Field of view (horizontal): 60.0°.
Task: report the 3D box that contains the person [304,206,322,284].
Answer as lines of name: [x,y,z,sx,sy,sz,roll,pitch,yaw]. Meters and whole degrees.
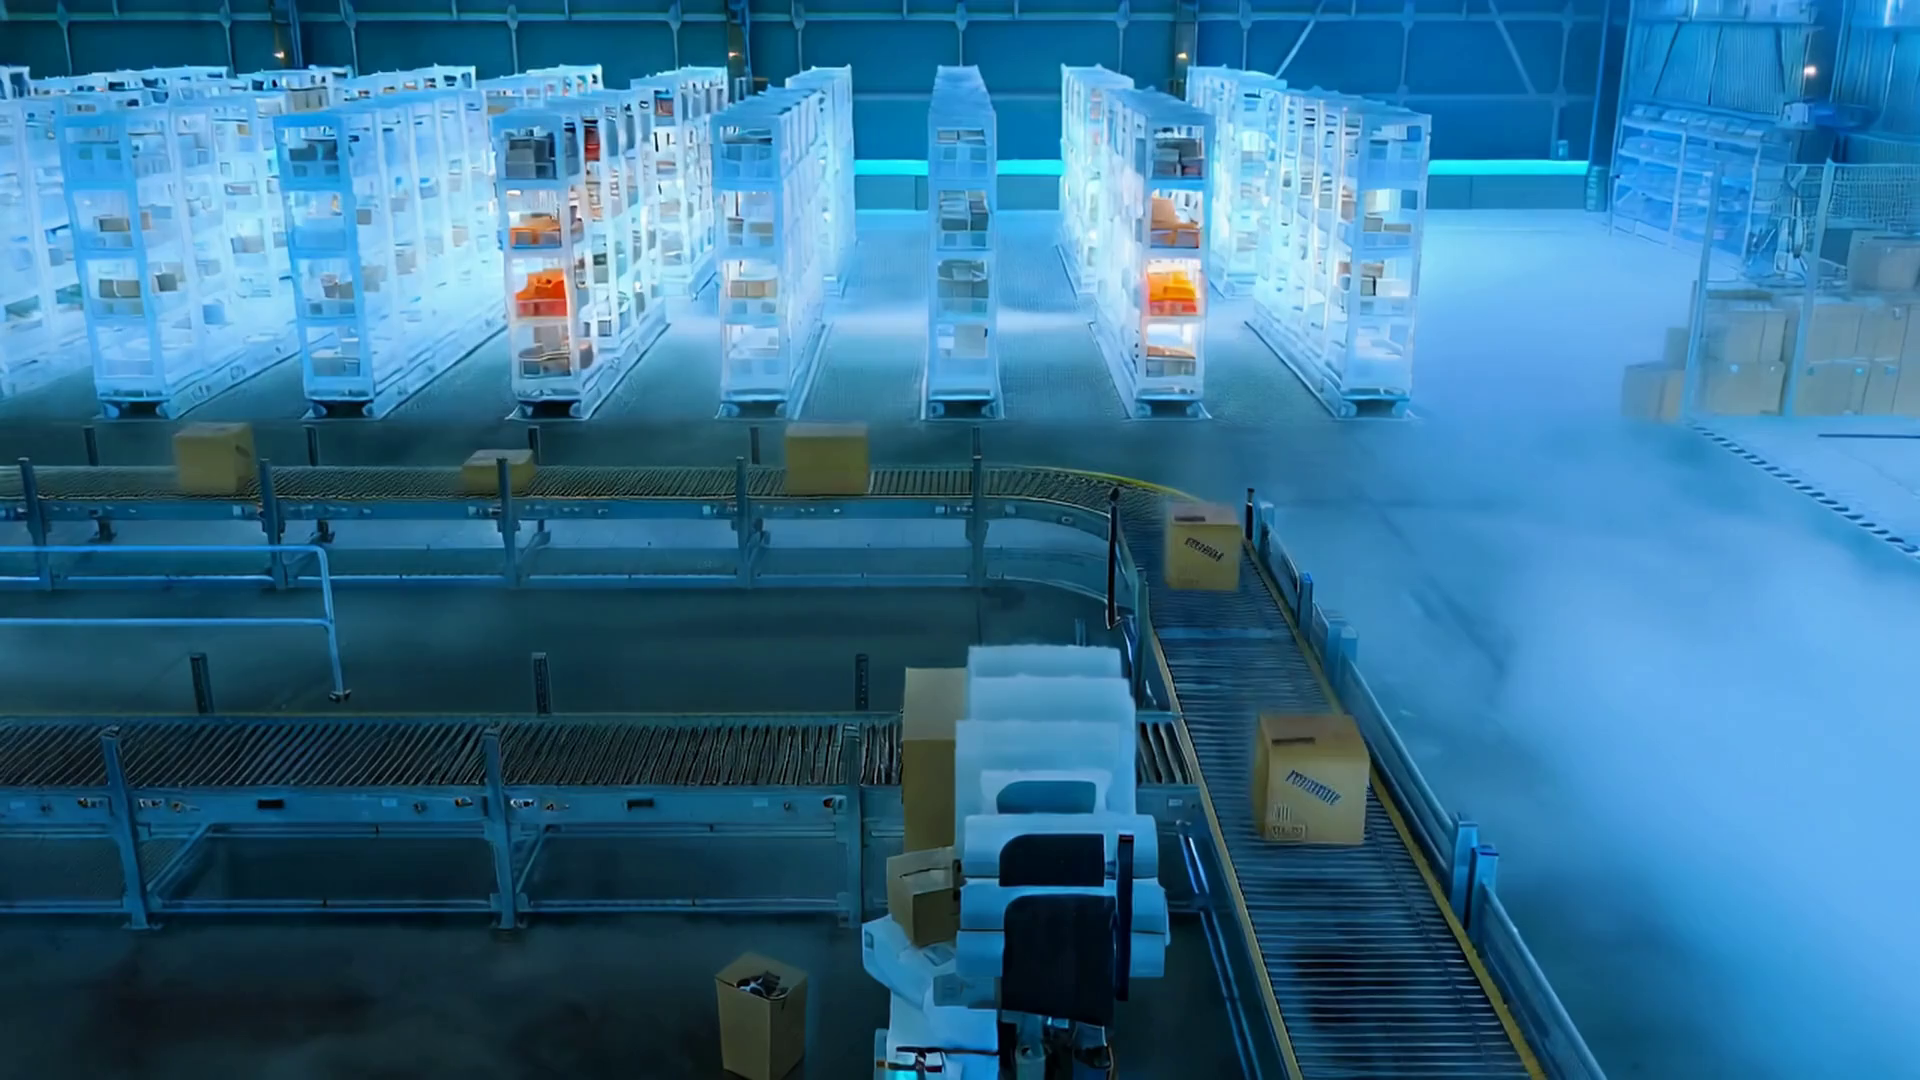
person: [-10.845,-4.869,27.701,0.418,1.819,0.608,-1,18,-2]

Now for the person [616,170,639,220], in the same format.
person: [-6.304,-6.031,31.270,0.577,1.822,0.763,-2,18,-6]
